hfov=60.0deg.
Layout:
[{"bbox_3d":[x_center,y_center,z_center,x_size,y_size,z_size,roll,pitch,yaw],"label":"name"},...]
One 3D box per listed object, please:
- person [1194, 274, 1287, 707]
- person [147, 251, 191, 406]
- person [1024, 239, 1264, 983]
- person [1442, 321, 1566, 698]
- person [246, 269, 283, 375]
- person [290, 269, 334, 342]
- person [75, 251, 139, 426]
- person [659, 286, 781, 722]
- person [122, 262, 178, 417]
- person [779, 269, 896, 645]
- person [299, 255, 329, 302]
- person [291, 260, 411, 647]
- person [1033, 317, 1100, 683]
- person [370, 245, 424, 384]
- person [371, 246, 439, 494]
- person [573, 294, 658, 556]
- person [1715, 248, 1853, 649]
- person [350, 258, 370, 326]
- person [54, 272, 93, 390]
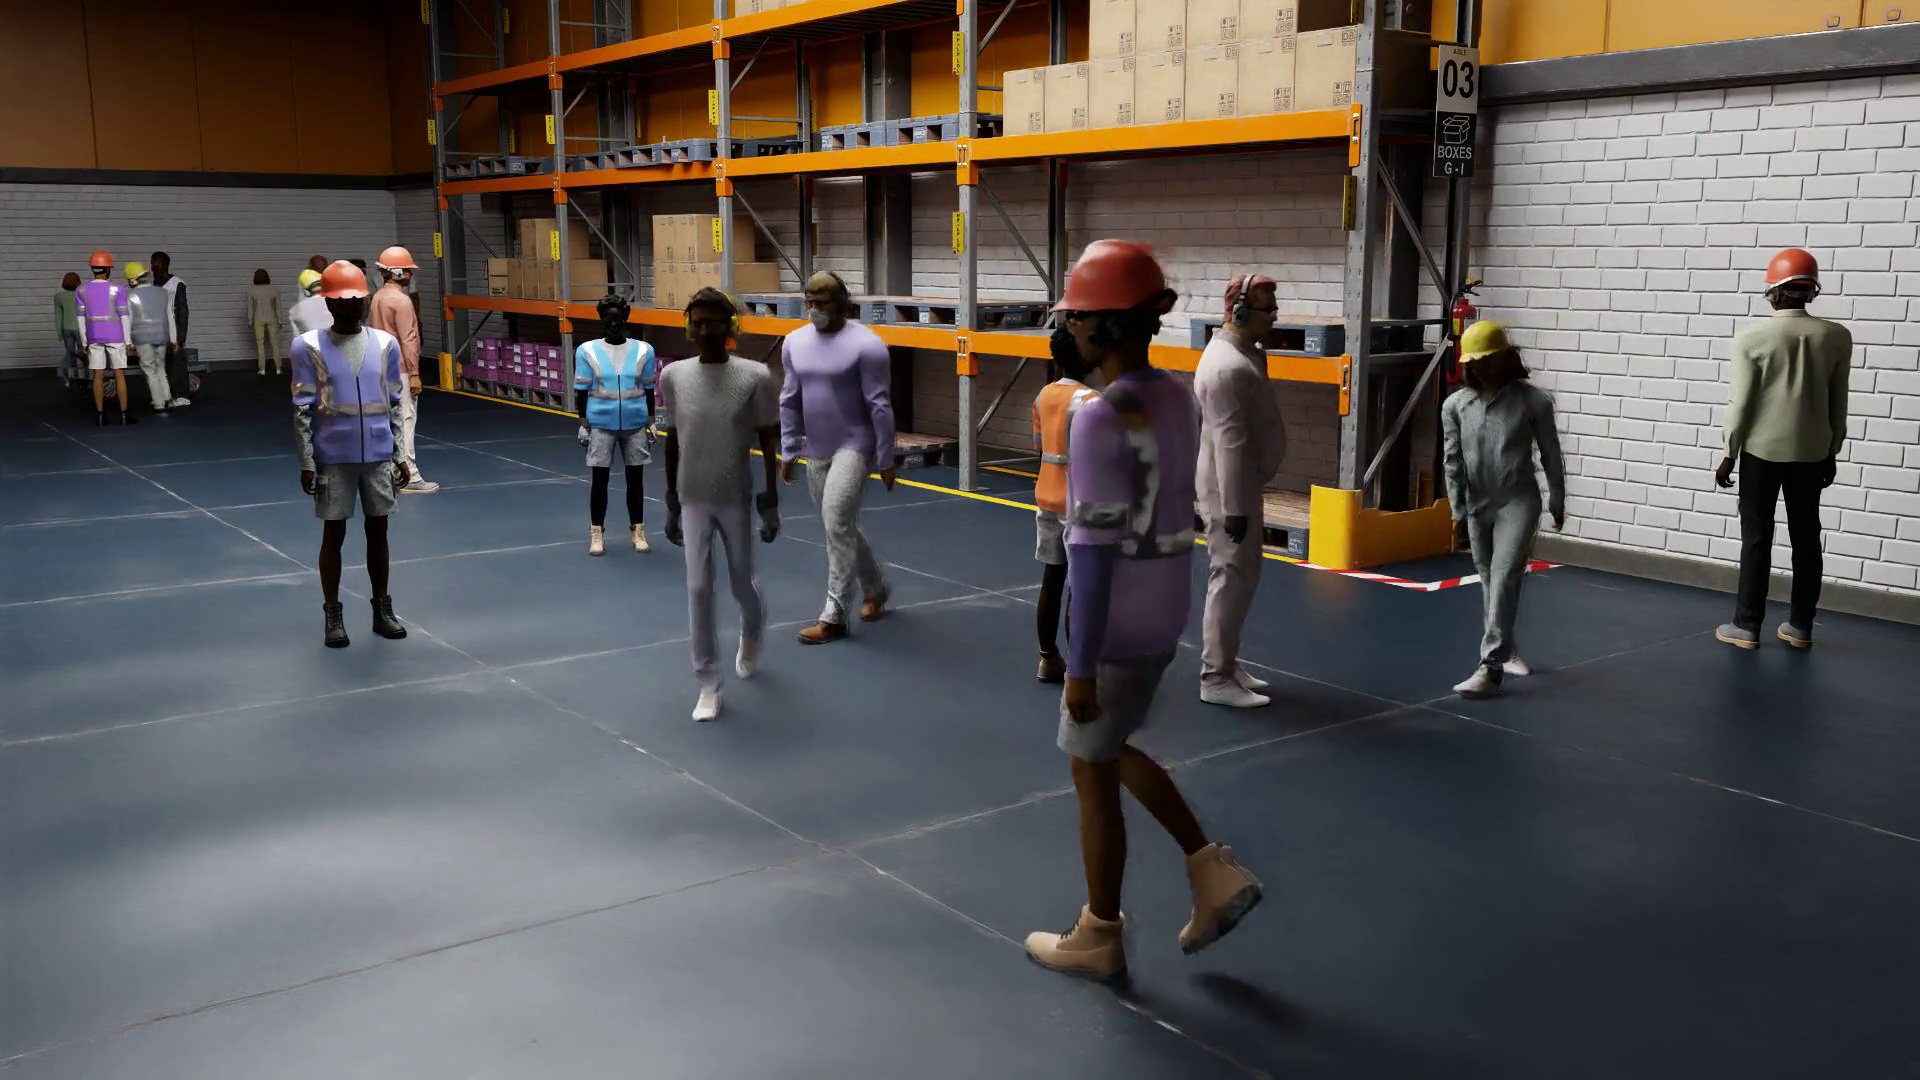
[{"bbox_3d":[1.224,-0.209,7.300,0.399,1.899,0.652,2,10,11],"label":"person"},{"bbox_3d":[-9.889,-2.633,20.781,0.597,1.917,0.378,4,11,23],"label":"person"},{"bbox_3d":[0.466,0.225,4.448,0.551,2.033,0.624,6,12,30],"label":"person"},{"bbox_3d":[2.462,-0.156,7.568,0.505,1.681,0.761,8,13,37],"label":"person"},{"bbox_3d":[-10.714,-3.358,25.637,0.503,1.631,0.283,-5,11,-27],"label":"person"},{"bbox_3d":[-6.173,-1.751,16.270,0.652,1.762,0.907,-3,10,-15],"label":"person"},{"bbox_3d":[-9.484,-2.232,18.482,0.548,1.937,0.379,-1,10,-7],"label":"person"},{"bbox_3d":[-1.045,-0.189,7.312,0.519,1.849,0.806,0,10,2],"label":"person"},{"bbox_3d":[-9.487,-2.336,19.423,0.462,1.806,0.619,7,12,35],"label":"person"},{"bbox_3d":[-0.597,-0.457,8.641,0.639,1.903,0.874,7,12,36],"label":"person"},{"bbox_3d":[-8.464,-2.855,22.151,0.612,1.867,0.417,-9,13,-40],"label":"person"},{"bbox_3d":[-3.055,-0.433,8.403,0.552,1.935,0.366,-7,13,-36],"label":"person"},{"bbox_3d":[0.519,-0.153,7.500,0.318,1.700,0.535,-5,11,-28],"label":"person"},{"bbox_3d":[-7.895,-3.168,23.432,0.716,2.000,0.758,2,10,10],"label":"person"},{"bbox_3d":[-4.544,-1.372,13.505,0.381,1.994,0.614,-9,14,-43],"label":"person"},{"bbox_3d":[-2.227,-0.744,10.817,0.540,1.695,0.317,-3,11,-19],"label":"person"},{"bbox_3d":[4.094,-0.444,8.302,0.608,1.996,0.379,0,10,-1],"label":"person"},{"bbox_3d":[-9.021,-3.216,24.386,0.731,1.811,0.662,-2,10,-13],"label":"person"},{"bbox_3d":[-12.187,-2.873,22.942,0.512,1.634,0.313,1,10,4],"label":"person"}]
